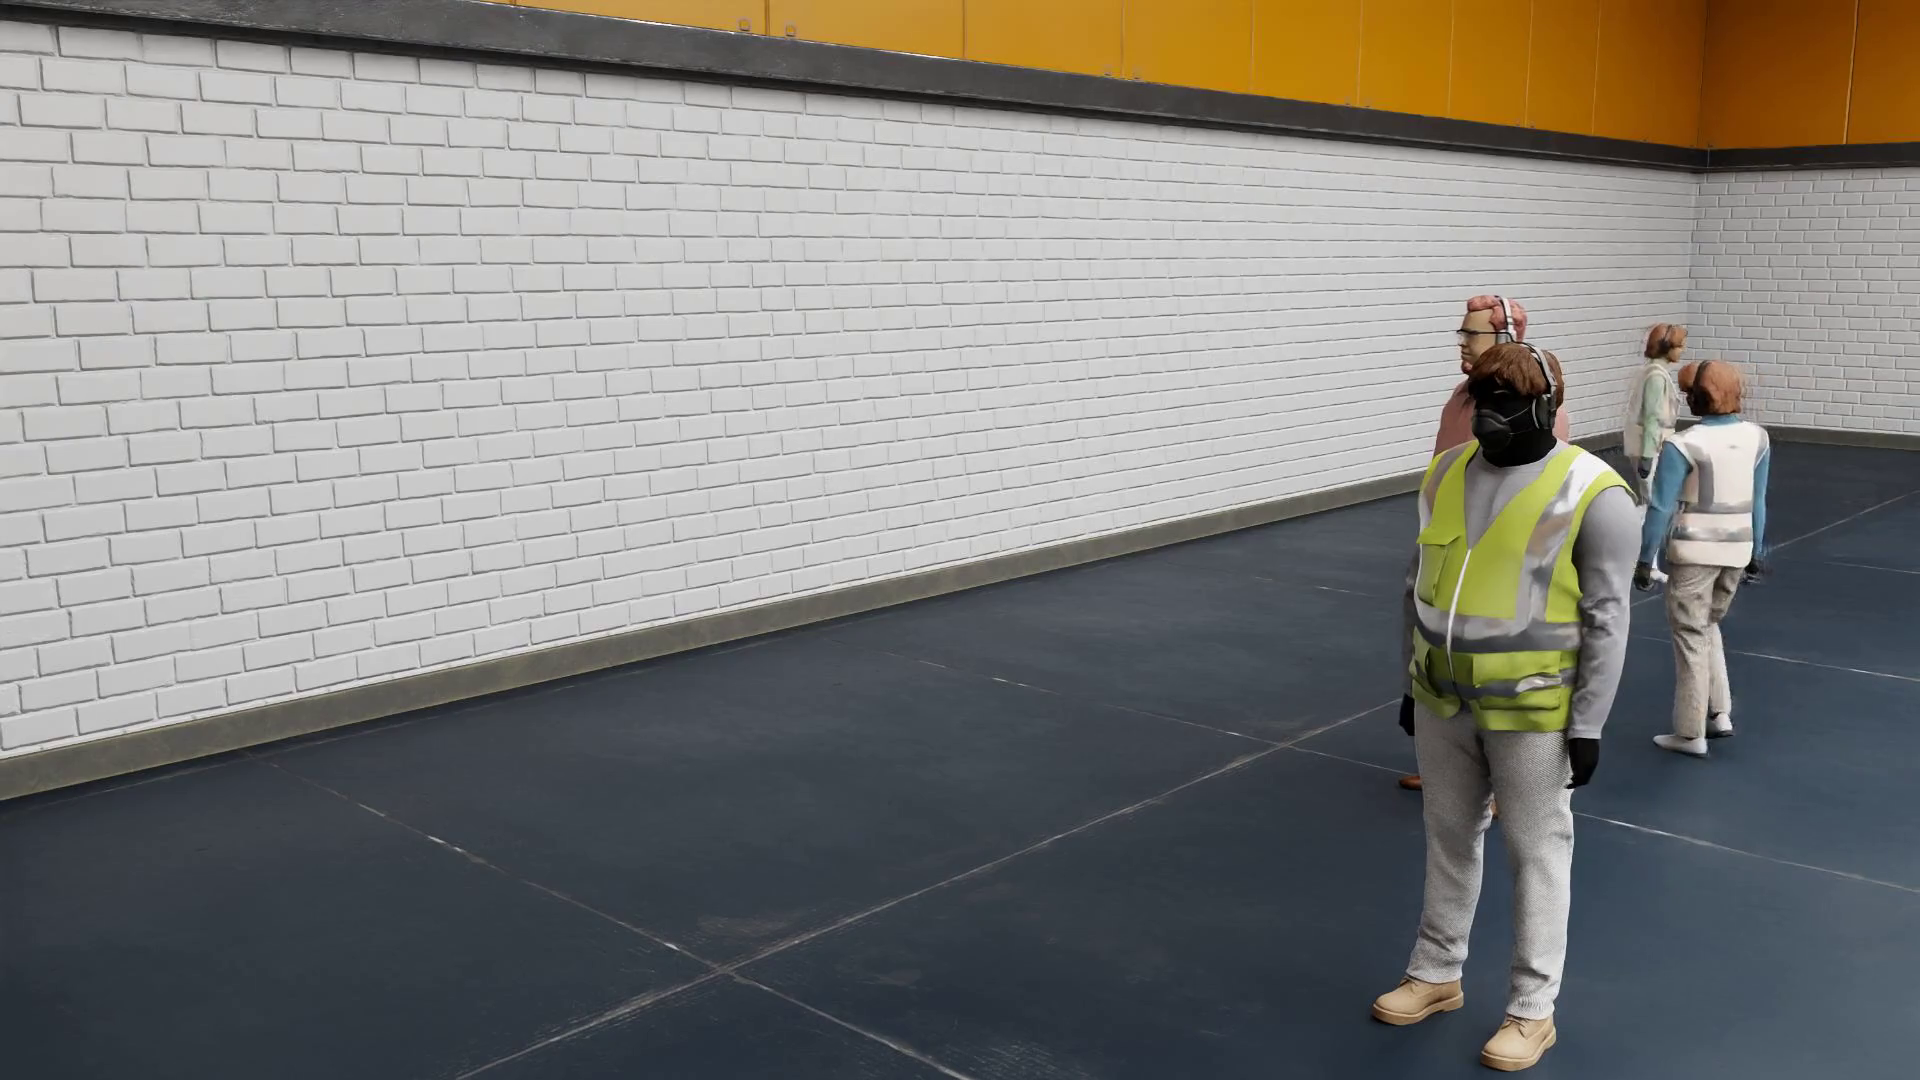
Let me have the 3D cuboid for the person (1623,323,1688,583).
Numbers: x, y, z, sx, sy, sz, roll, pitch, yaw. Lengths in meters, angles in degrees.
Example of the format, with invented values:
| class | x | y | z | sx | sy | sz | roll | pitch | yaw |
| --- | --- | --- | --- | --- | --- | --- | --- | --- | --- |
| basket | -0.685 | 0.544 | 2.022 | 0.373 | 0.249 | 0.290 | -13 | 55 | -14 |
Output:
| class | x | y | z | sx | sy | sz | roll | pitch | yaw |
| --- | --- | --- | --- | --- | --- | --- | --- | --- | --- |
| person | 4.206 | -0.529 | 10.271 | 0.467 | 1.621 | 0.538 | 4 | 11 | 21 |

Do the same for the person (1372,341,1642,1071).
| class | x | y | z | sx | sy | sz | roll | pitch | yaw |
| --- | --- | --- | --- | --- | --- | --- | --- | --- | --- |
| person | 1.376 | 0.418 | 4.270 | 0.429 | 1.845 | 0.622 | -8 | 13 | -37 |

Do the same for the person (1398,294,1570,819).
| class | x | y | z | sx | sy | sz | roll | pitch | yaw |
| --- | --- | --- | --- | --- | --- | --- | --- | --- | --- |
| person | 1.908 | 0.066 | 6.088 | 0.401 | 1.910 | 0.642 | -2 | 10 | -12 |

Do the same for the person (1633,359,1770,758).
| class | x | y | z | sx | sy | sz | roll | pitch | yaw |
| --- | --- | --- | --- | --- | --- | --- | --- | --- | --- |
| person | 3.002 | 0.080 | 6.768 | 0.548 | 1.625 | 0.389 | -4 | 11 | -20 |
